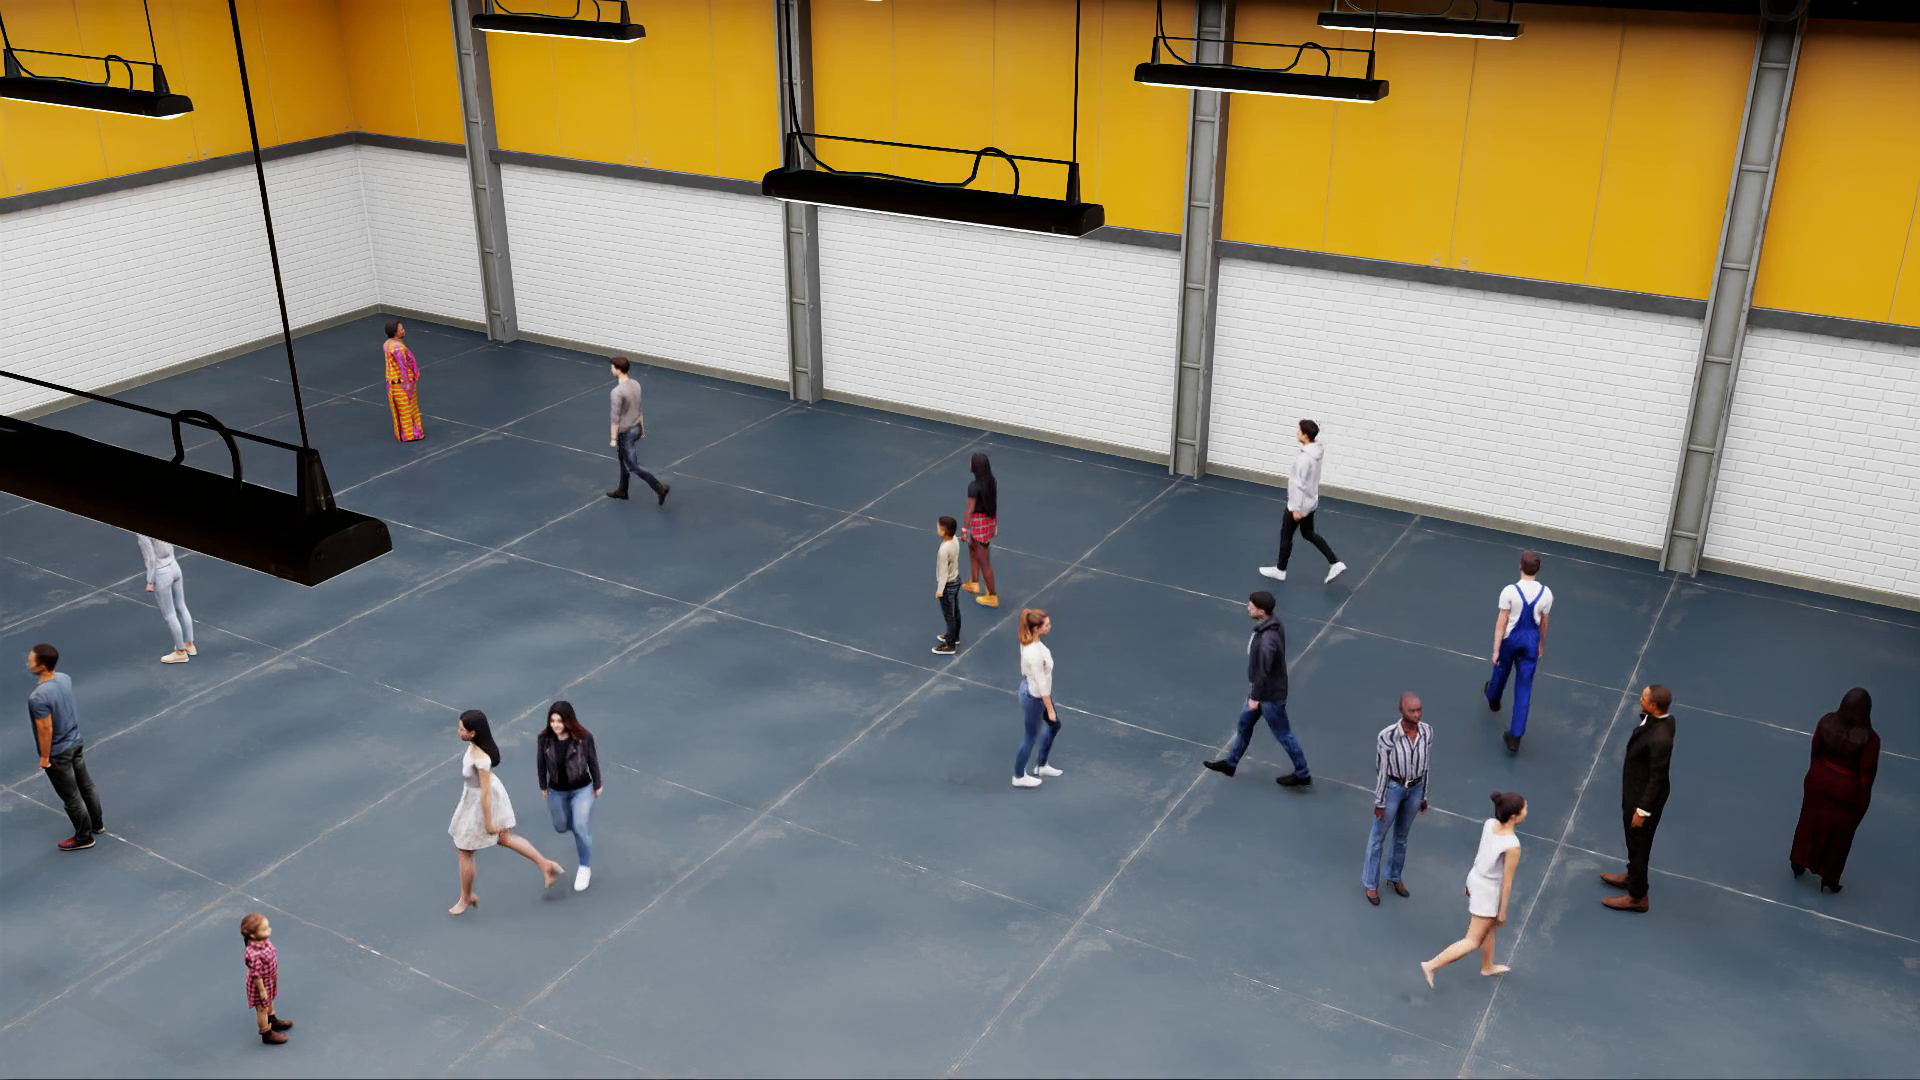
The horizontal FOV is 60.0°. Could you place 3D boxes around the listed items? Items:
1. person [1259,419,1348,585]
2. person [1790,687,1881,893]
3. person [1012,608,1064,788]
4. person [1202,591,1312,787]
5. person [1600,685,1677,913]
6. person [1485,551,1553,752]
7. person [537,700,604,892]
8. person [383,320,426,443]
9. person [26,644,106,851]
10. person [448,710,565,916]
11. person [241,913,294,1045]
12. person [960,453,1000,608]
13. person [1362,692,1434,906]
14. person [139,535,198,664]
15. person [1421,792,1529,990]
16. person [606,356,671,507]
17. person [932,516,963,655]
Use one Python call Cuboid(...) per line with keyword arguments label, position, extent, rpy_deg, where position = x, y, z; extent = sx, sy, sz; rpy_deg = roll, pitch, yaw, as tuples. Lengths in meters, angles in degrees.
Cuboid(label="person", position=(3.823, -0.379, 18.087), extent=(1.173, 1.901, 0.688), rpy_deg=(12, 27, 26))
Cuboid(label="person", position=(6.837, 1.934, 12.971), extent=(0.814, 1.759, 0.697), rpy_deg=(-14, 27, -30))
Cuboid(label="person", position=(0.563, 1.381, 14.305), extent=(0.805, 1.704, 0.752), rpy_deg=(1, 24, 3))
Cuboid(label="person", position=(2.741, 1.326, 14.268), extent=(1.268, 1.835, 0.936), rpy_deg=(5, 24, 11))
Cuboid(label="person", position=(5.246, 1.957, 12.740), extent=(0.647, 1.904, 0.728), rpy_deg=(9, 25, 19))
Cuboid(label="person", position=(5.060, 1.028, 15.004), extent=(1.293, 1.792, 1.077), rpy_deg=(2, 24, 5))
Cuboid(label="person", position=(-3.058, 1.941, 13.140), extent=(0.973, 1.611, 0.965), rpy_deg=(0, 24, -1))
Cuboid(label="person", position=(-7.546, -2.188, 22.497), extent=(0.814, 1.683, 0.720), rpy_deg=(-16, 28, -33))
Cuboid(label="person", position=(-7.300, 1.665, 13.523), extent=(0.722, 1.811, 0.732), rpy_deg=(0, 24, 0))
Cuboid(label="person", position=(-3.530, 2.065, 12.699), extent=(1.173, 1.737, 1.087), rpy_deg=(-5, 24, -12))
Cuboid(label="person", position=(-4.804, 3.003, 11.447), extent=(0.546, 1.022, 0.497), rpy_deg=(-3, 24, -6))
Cuboid(label="person", position=(0.312, -0.086, 17.656), extent=(0.760, 1.708, 0.593), rpy_deg=(13, 27, 27))
Cuboid(label="person", position=(3.380, 1.971, 12.842), extent=(0.700, 1.795, 0.743), rpy_deg=(-8, 25, -18))
Cuboid(label="person", position=(-7.888, 0.368, 16.509), extent=(0.646, 1.796, 0.660), rpy_deg=(3, 24, 7))
Cuboid(label="person", position=(3.681, 2.518, 11.854), extent=(1.062, 1.586, 0.966), rpy_deg=(-4, 24, -10))
Cuboid(label="person", position=(-3.945, -1.284, 20.198), extent=(1.234, 1.869, 0.823), rpy_deg=(8, 25, 18))
Cuboid(label="person", position=(-0.108, 0.436, 16.767), extent=(0.579, 1.465, 0.602), rpy_deg=(7, 24, 15))
